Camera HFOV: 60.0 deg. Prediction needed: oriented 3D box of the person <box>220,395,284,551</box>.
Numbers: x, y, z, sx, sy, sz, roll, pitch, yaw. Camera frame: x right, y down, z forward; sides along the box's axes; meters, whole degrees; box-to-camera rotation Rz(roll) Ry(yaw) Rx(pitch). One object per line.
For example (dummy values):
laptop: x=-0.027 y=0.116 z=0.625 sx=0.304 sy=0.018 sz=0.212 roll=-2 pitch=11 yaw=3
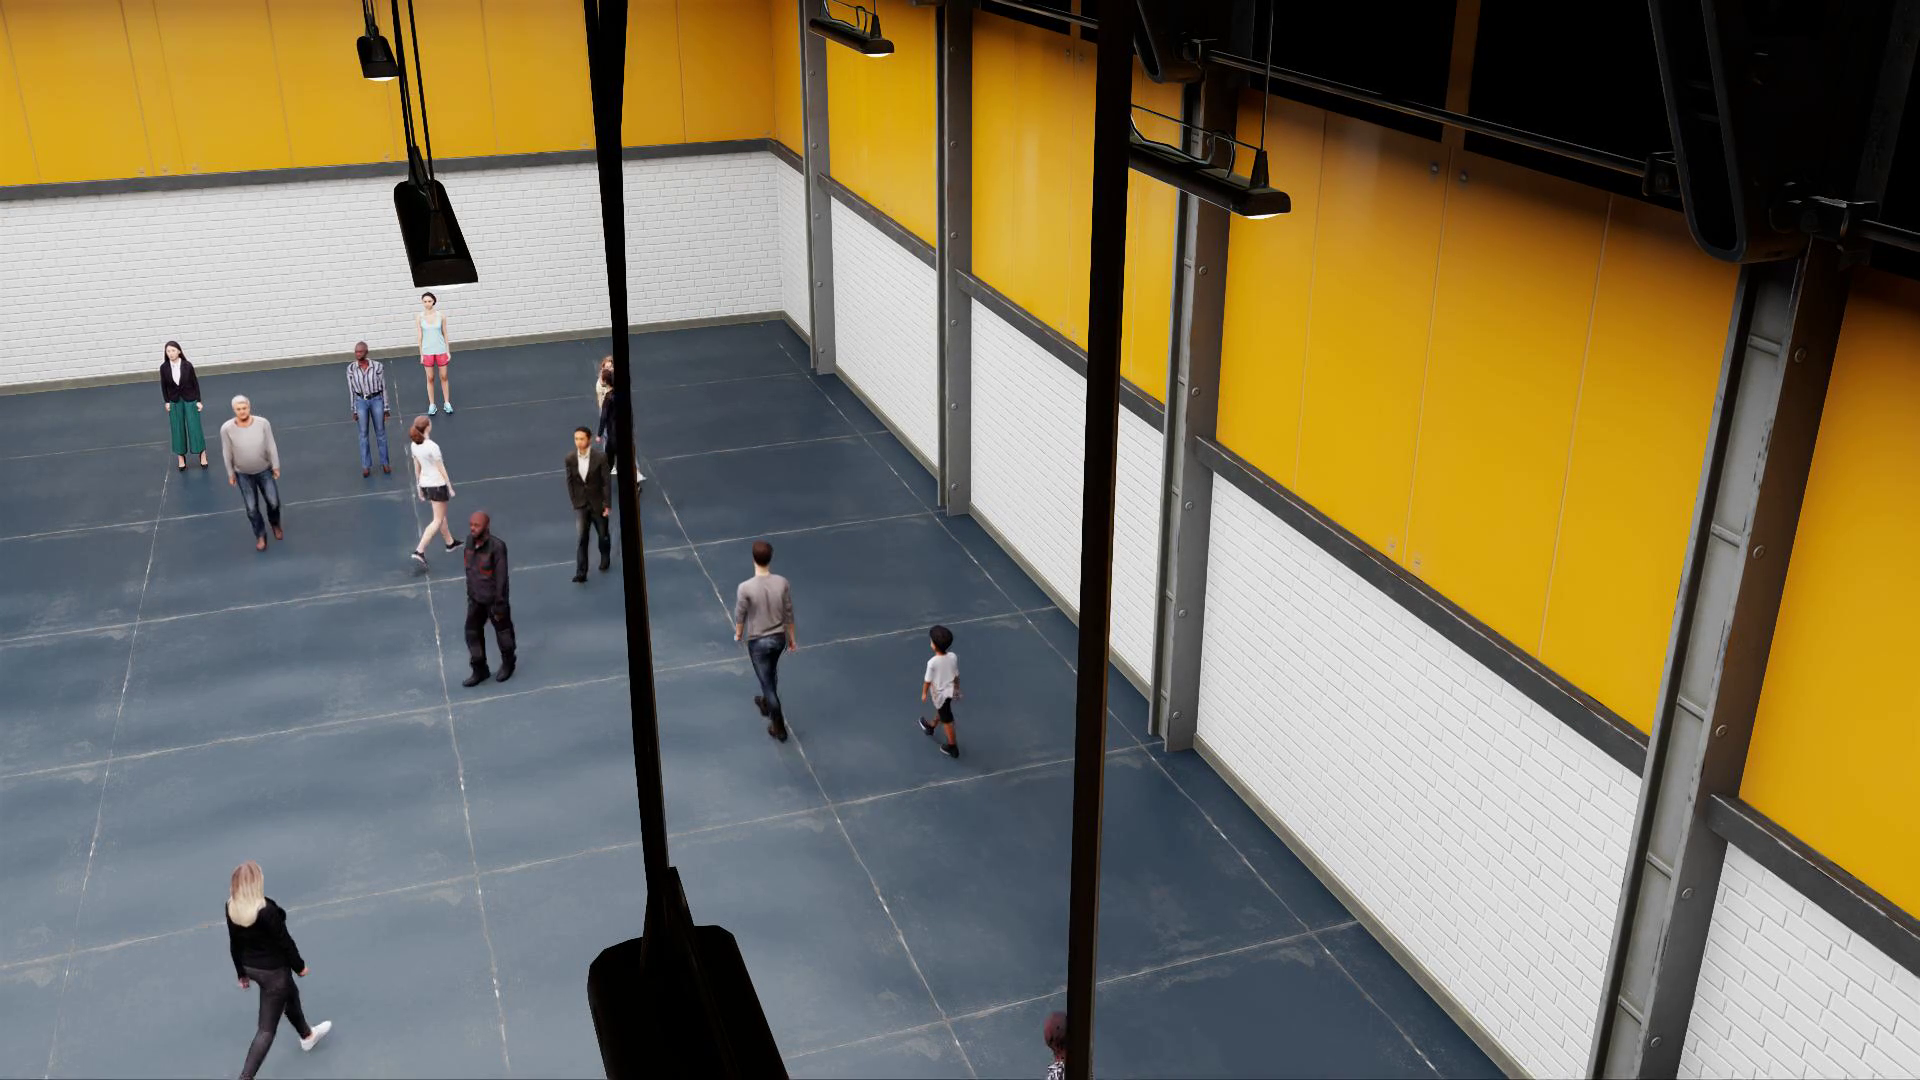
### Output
person: x=-8.215 y=-0.824 z=19.350 sx=0.742 sy=1.897 sz=0.715 roll=-7 pitch=25 yaw=-16

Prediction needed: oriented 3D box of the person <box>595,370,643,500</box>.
person: x=-4.188 y=-1.279 z=20.662 sx=0.955 sy=1.678 sz=0.971 roll=4 pitch=24 yaw=10

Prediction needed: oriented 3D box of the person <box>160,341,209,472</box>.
person: x=-10.132 y=-1.762 z=21.693 sx=0.629 sy=1.738 sz=0.513 roll=-7 pitch=25 yaw=-17

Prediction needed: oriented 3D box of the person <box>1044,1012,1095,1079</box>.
person: x=0.711 y=3.560 z=9.524 sx=1.254 sy=1.732 sz=1.025 roll=16 pitch=28 yaw=33

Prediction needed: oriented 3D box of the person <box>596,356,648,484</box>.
person: x=-4.453 y=-1.545 z=21.295 sx=0.826 sy=1.658 sz=1.202 roll=-16 pitch=28 yaw=-32

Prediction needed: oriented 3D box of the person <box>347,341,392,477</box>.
person: x=-7.638 y=-1.713 z=21.511 sx=0.610 sy=1.794 sz=0.527 roll=-7 pitch=25 yaw=-17

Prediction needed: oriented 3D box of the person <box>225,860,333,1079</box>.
person: x=-4.654 y=2.940 z=11.045 sx=1.126 sy=1.650 sz=1.170 roll=11 pitch=26 yaw=24

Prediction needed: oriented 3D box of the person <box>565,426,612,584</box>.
person: x=-4.095 y=-0.437 z=18.632 sx=0.970 sy=1.761 sz=1.218 roll=1 pitch=24 yaw=3

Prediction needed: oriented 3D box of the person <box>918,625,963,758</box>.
person: x=-0.113 y=1.398 z=15.103 sx=0.695 sy=1.226 sz=0.911 roll=-19 pitch=30 yaw=-37

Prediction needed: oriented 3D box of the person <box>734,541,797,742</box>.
person: x=-1.738 y=0.979 z=15.257 sx=0.800 sy=1.870 sz=1.069 roll=-14 pitch=27 yaw=-28

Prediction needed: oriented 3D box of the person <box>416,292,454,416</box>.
person: x=-7.498 y=-2.671 z=23.738 sx=0.570 sy=1.764 sz=0.560 roll=-7 pitch=25 yaw=-17

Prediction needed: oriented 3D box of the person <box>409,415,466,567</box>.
person: x=-6.037 y=-0.542 z=18.920 sx=1.078 sy=1.724 sz=1.067 roll=13 pitch=27 yaw=28

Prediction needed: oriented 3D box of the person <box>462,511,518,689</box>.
person: x=-4.570 y=0.513 z=16.394 sx=0.967 sy=1.814 sz=1.028 roll=10 pitch=25 yaw=21
